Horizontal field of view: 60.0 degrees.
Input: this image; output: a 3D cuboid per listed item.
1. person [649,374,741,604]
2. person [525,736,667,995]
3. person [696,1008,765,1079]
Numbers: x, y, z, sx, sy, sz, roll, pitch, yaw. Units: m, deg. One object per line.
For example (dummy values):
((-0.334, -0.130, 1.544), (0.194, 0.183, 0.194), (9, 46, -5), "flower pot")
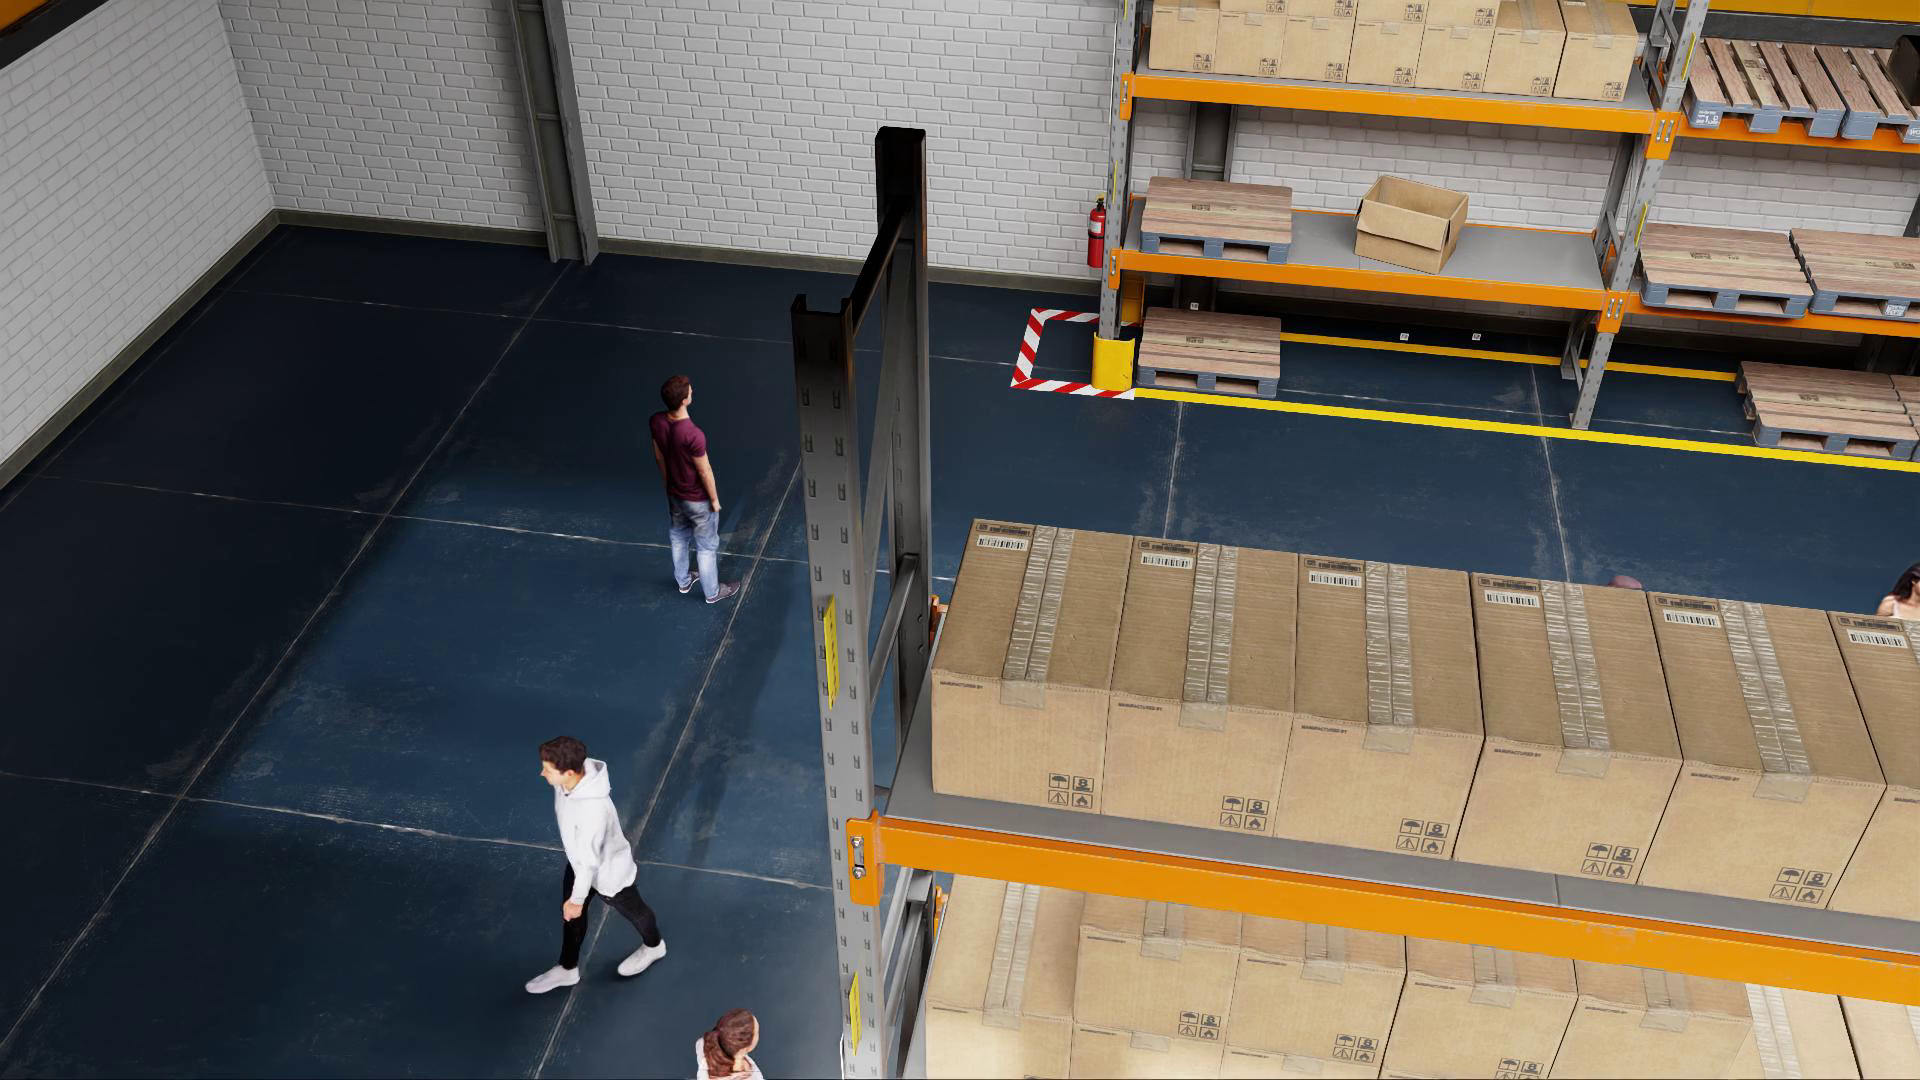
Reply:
((-1.904, -0.358, 11.690), (0.649, 1.854, 0.795), (23, 44, 26), "person")
((-1.865, 1.724, 9.051), (1.131, 1.894, 1.080), (-25, 45, -28), "person")
((-1.140, 2.844, 7.831), (0.891, 1.665, 0.835), (-31, 48, -33), "person")
